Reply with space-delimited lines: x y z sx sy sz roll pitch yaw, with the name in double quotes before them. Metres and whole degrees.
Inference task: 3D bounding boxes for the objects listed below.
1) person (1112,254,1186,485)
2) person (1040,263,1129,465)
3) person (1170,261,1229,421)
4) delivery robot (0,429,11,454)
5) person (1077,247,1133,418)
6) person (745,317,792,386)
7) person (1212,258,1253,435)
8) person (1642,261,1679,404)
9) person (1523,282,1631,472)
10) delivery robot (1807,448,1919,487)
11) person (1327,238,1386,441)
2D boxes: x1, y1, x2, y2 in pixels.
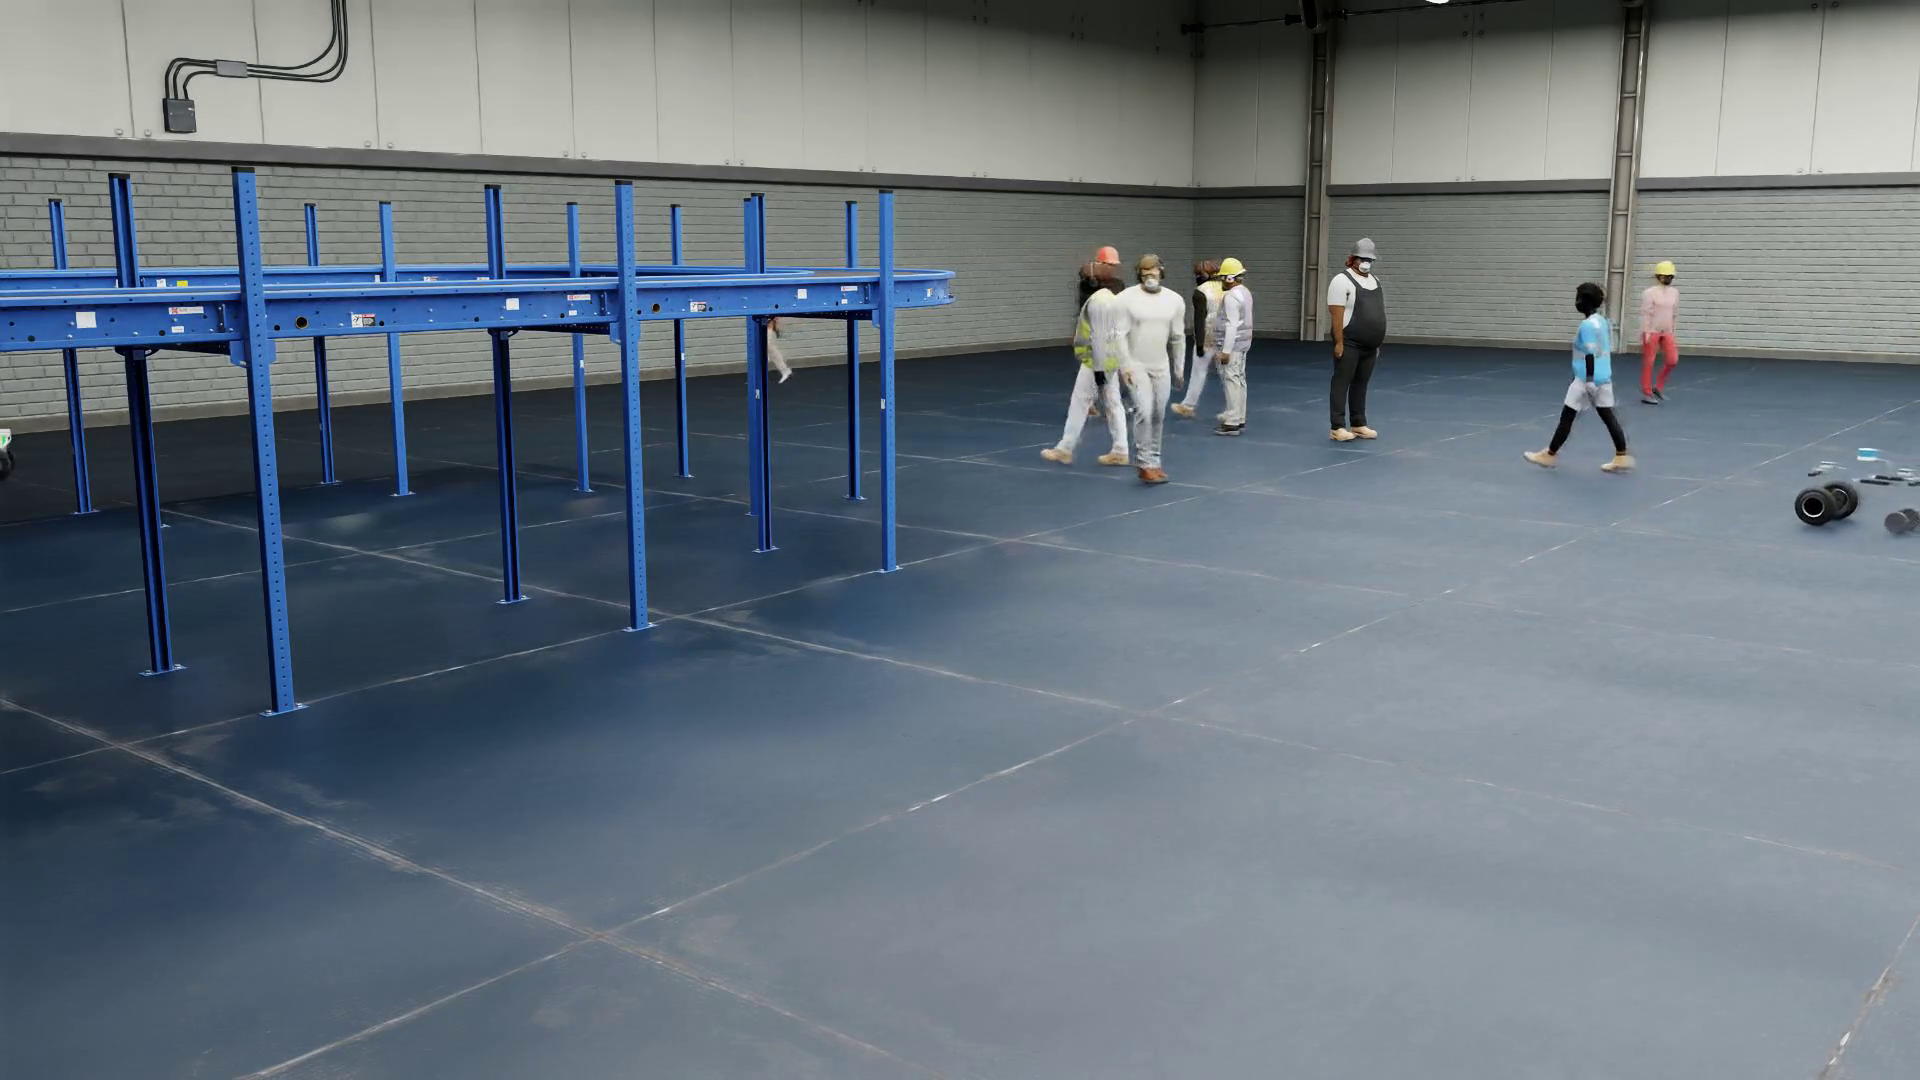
"person" 1.571 -1.391 13.704 0.654 1.898 0.687 -3 11 -16
"person" 1.141 -1.577 14.992 0.896 1.801 0.652 4 11 19
"person" 2.802 -2.238 18.731 0.638 1.778 0.963 -8 13 -39
"delivery robot" -8.460 -0.816 14.097 0.707 0.478 0.477 -4 11 -23
"person" 1.658 -2.314 18.726 0.617 1.936 1.009 -9 13 -40
"person" -2.678 -2.980 23.323 0.809 1.610 0.530 -8 13 -38
"person" 2.842 -2.023 17.395 0.404 1.827 0.600 5 11 24
"person" 8.663 -2.561 20.592 0.524 1.755 0.400 -3 11 -14
"person" 5.496 -1.423 14.570 0.880 1.647 0.544 7 12 35
"delivery robot" 6.435 -0.536 11.825 0.335 0.223 0.698 -9 14 -42
"person" 4.073 -2.022 16.922 0.680 2.000 0.536 -8 13 -36
